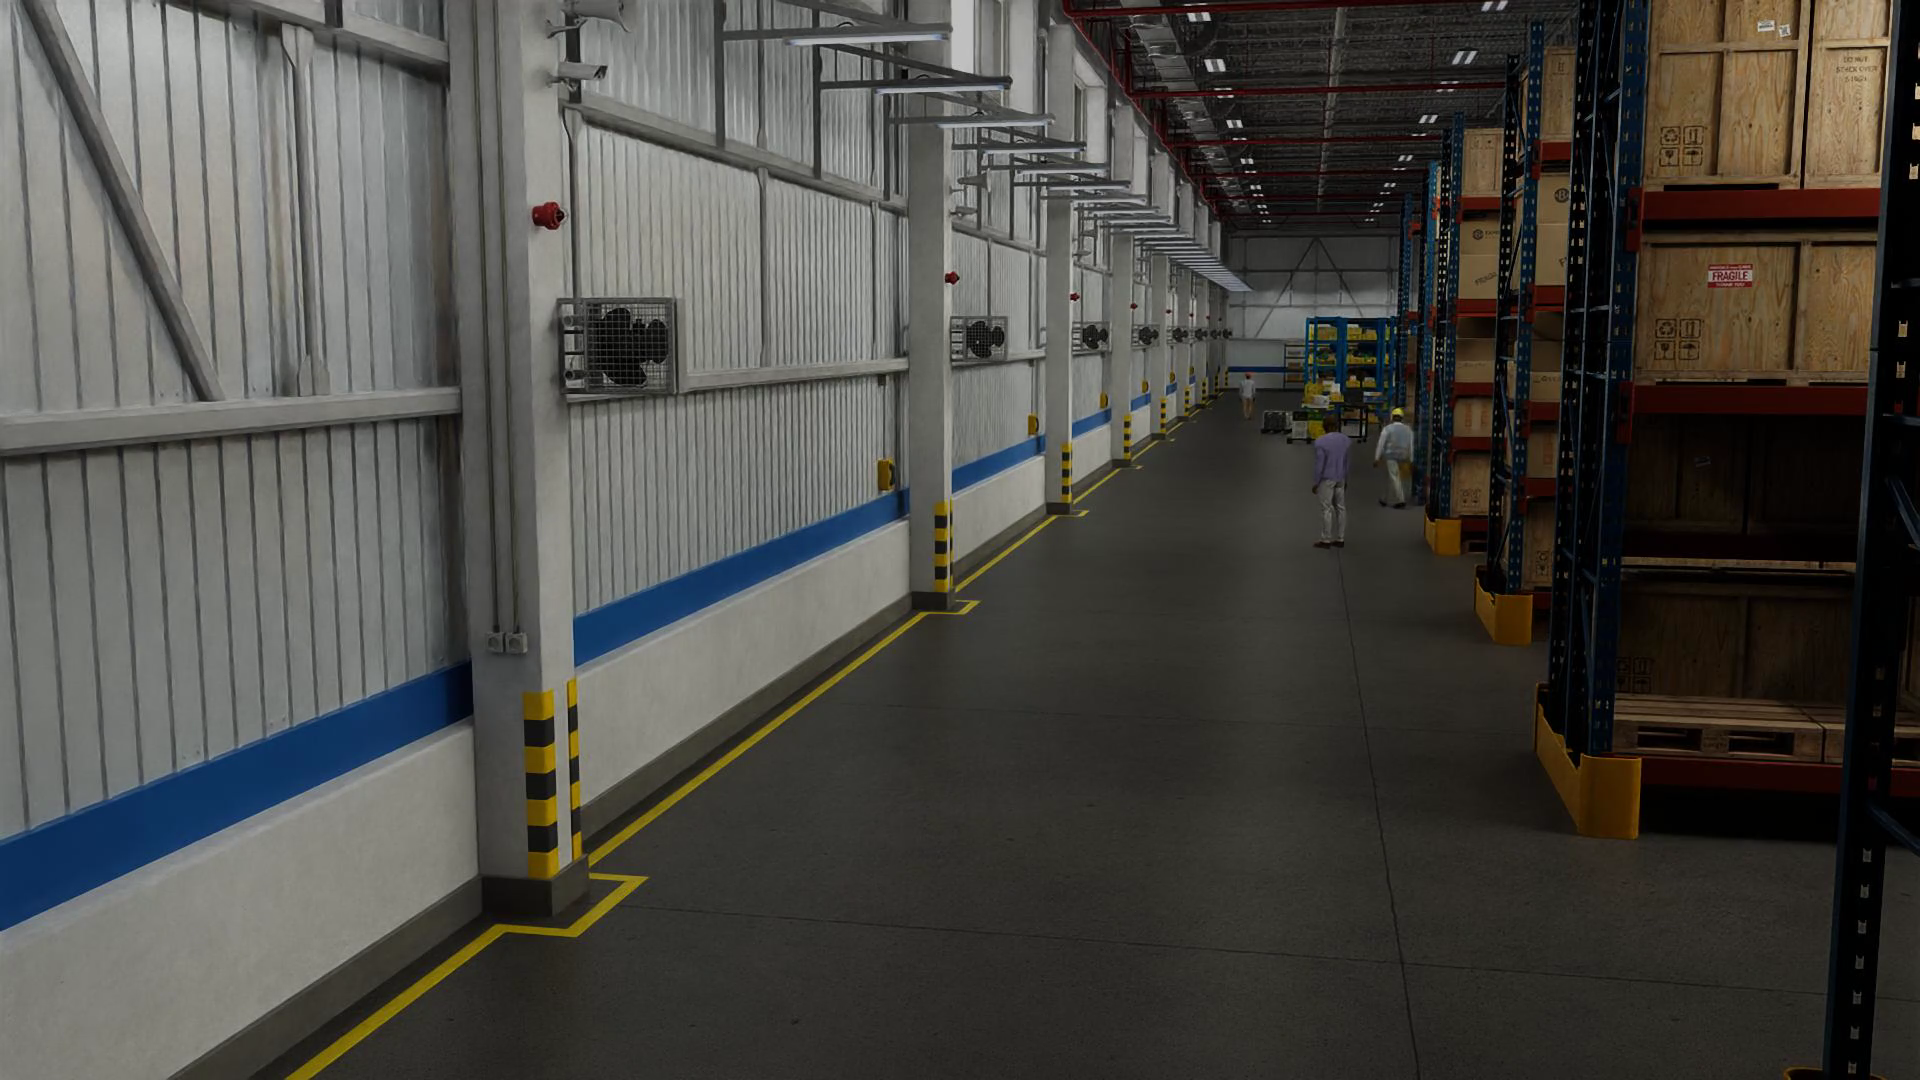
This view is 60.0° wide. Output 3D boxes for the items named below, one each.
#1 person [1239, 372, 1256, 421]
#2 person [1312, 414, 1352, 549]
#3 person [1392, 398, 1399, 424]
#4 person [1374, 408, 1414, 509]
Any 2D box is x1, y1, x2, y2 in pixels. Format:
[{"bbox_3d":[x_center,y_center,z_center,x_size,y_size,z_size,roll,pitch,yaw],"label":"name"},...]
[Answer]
[{"bbox_3d":[10.086,-5.040,58.371,0.579,1.702,0.880,2,7,13],"label":"person"},{"bbox_3d":[5.317,-0.834,23.834,0.627,1.934,0.374,-3,8,-26],"label":"person"},{"bbox_3d":[10.363,-2.617,39.281,0.510,1.630,0.518,-5,9,-34],"label":"person"},{"bbox_3d":[7.653,-1.428,29.280,0.660,1.770,0.910,-2,8,-19],"label":"person"}]
